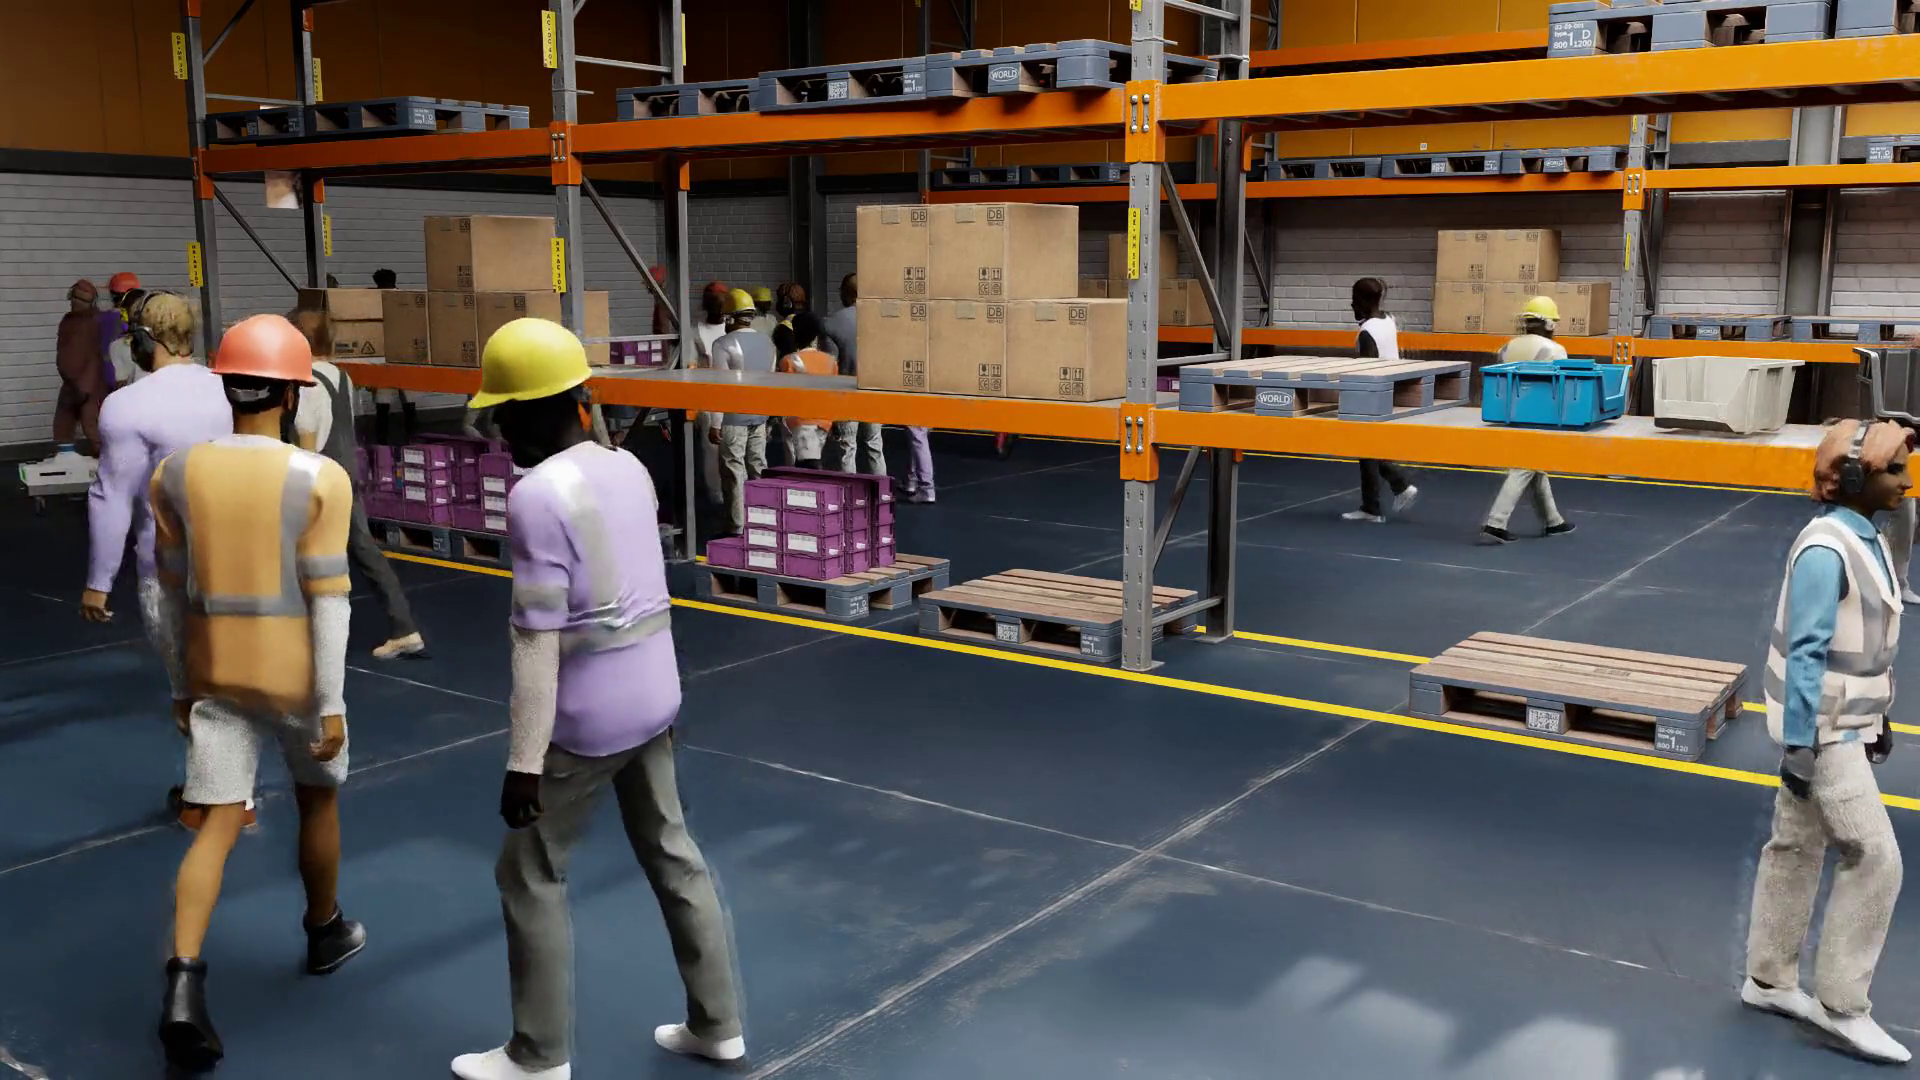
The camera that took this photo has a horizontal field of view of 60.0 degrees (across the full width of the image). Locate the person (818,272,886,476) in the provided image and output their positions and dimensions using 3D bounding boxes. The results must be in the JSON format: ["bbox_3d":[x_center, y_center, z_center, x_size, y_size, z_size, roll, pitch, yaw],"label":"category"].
[{"bbox_3d":[-0.797,-1.082,12.788,0.634,1.940,0.367,-5,11,-27],"label":"person"}]

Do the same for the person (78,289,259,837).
[{"bbox_3d":[-2.771,0.095,5.822,0.662,1.915,0.645,2,10,14],"label":"person"}]

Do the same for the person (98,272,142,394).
[{"bbox_3d":[-7.185,-1.369,14.539,0.572,1.921,0.515,9,13,42],"label":"person"}]

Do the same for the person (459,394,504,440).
[{"bbox_3d":[-4.379,-1.337,15.264,0.347,1.619,0.604,3,10,19],"label":"person"}]

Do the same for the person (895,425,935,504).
[{"bbox_3d":[-0.436,-1.259,14.071,0.665,1.866,0.933,-8,13,-40],"label":"person"}]

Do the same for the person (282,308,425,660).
[{"bbox_3d":[-3.187,-0.263,8.363,1.006,1.799,0.509,3,10,16],"label":"person"}]

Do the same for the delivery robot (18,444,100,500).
[{"bbox_3d":[-7.128,-0.525,13.304,0.707,0.478,0.477,-6,11,-31],"label":"delivery robot"}]

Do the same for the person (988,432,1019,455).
[{"bbox_3d":[0.442,-1.717,17.142,0.529,1.744,0.701,-5,11,-29],"label":"person"}]

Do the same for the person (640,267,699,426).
[{"bbox_3d":[-3.629,-2.359,20.360,0.875,1.935,0.720,-2,10,-9],"label":"person"}]

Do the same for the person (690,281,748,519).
[{"bbox_3d":[-1.823,-1.054,12.835,0.617,1.858,0.754,-5,11,-26],"label":"person"}]

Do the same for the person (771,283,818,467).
[{"bbox_3d":[-1.405,-1.211,13.847,0.429,1.844,0.626,2,10,13],"label":"person"}]

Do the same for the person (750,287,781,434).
[{"bbox_3d":[-2.244,-2.061,19.287,0.925,1.713,0.541,5,11,27],"label":"person"}]

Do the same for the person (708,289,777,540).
[{"bbox_3d":[-1.572,-0.878,11.925,0.403,1.826,0.596,7,12,37],"label":"person"}]

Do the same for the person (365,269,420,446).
[{"bbox_3d":[-5.528,-1.658,16.239,0.612,1.947,0.471,-3,10,-16],"label":"person"}]

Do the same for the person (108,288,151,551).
[{"bbox_3d":[-5.484,-0.790,11.343,0.519,1.850,0.785,-9,13,-42],"label":"person"}]

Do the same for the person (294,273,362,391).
[{"bbox_3d":[-5.942,-1.546,15.638,0.656,1.905,0.815,-3,10,-17],"label":"person"}]

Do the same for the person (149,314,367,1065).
[{"bbox_3d":[-1.859,0.362,4.349,0.551,1.899,0.962,0,10,2],"label":"person"}]

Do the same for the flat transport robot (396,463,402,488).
[{"bbox_3d":[-4.869,-0.554,14.601,1.431,0.197,0.652,-7,12,-35],"label":"flat transport robot"}]

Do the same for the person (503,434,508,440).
[{"bbox_3d":[-4.984,-2.150,18.845,0.699,2.000,0.637,6,11,33],"label":"person"}]

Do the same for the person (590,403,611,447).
[{"bbox_3d":[-3.337,-1.366,14.785,0.455,1.839,0.513,-4,10,-21],"label":"person"}]

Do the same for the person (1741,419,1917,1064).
[{"bbox_3d":[2.316,0.505,4.243,0.560,1.620,0.539,7,12,36],"label":"person"}]

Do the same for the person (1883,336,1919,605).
[{"bbox_3d":[5.581,-0.422,9.777,0.549,1.618,0.435,-6,11,-34],"label":"person"}]

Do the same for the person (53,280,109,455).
[{"bbox_3d":[-7.822,-1.376,14.801,0.671,1.862,0.621,7,12,36],"label":"person"}]

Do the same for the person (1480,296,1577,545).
[{"bbox_3d":[4.114,-0.856,11.942,0.972,1.783,0.609,-4,10,-24],"label":"person"}]

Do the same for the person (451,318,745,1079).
[{"bbox_3d":[-0.907,0.420,4.007,0.763,1.885,0.678,2,10,12],"label":"person"}]

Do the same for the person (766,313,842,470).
[{"bbox_3d":[-1.149,-0.846,12.261,0.892,1.636,0.623,8,12,38],"label":"person"}]

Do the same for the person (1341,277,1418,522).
[{"bbox_3d":[3.209,-1.059,12.770,0.482,1.894,0.635,5,11,29],"label":"person"}]
